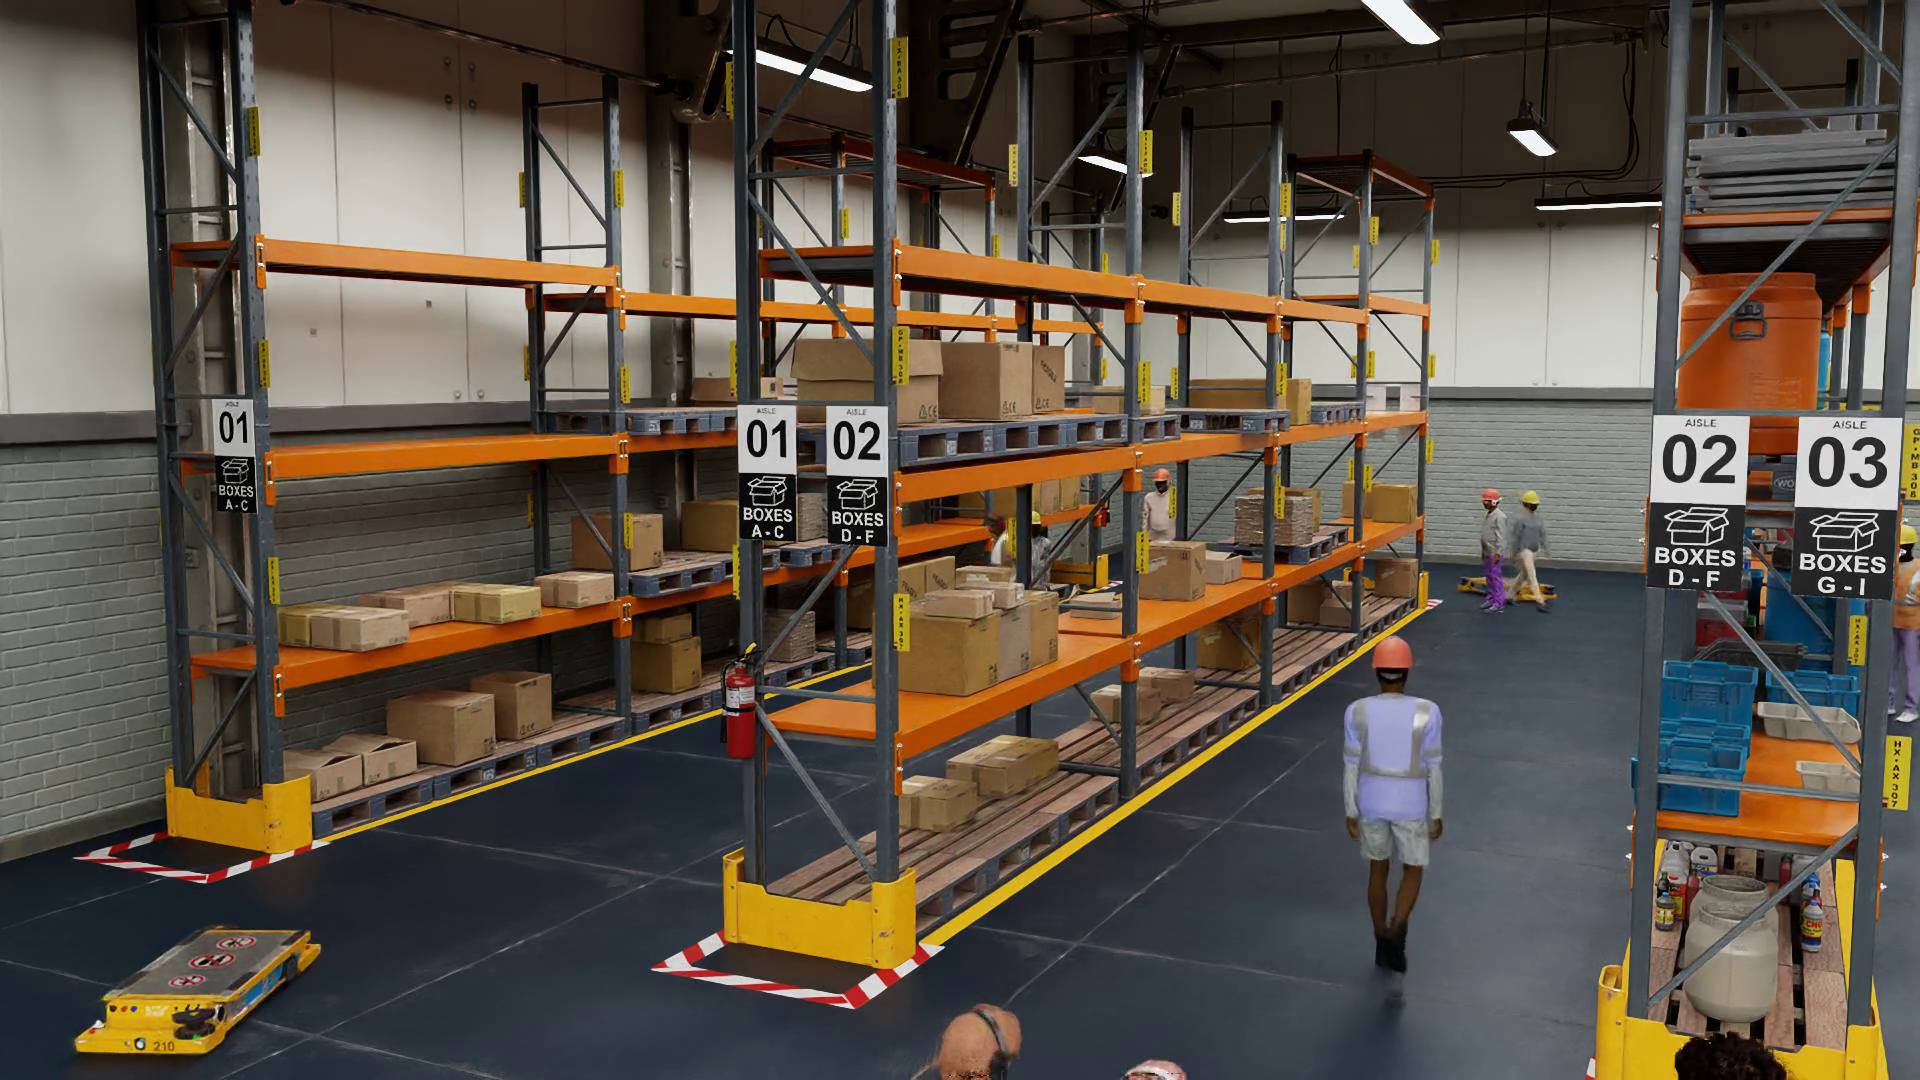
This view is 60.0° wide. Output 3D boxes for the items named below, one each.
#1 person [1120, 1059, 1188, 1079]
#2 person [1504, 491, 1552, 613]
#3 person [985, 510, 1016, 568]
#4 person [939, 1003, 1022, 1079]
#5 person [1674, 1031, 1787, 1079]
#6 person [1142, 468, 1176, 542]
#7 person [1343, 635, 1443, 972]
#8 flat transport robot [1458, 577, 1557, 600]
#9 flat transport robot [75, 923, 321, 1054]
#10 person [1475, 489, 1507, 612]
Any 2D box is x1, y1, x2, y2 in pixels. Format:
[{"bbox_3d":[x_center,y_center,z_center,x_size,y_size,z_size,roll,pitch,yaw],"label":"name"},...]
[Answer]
[{"bbox_3d":[0.428,2.116,3.834,0.657,1.840,1.053,3,7,30],"label":"person"},{"bbox_3d":[8.089,0.149,23.648,0.539,1.709,0.939,-4,7,-33],"label":"person"},{"bbox_3d":[0.505,0.553,19.135,0.440,1.820,0.598,-1,6,-11],"label":"person"},{"bbox_3d":[0.016,2.137,4.747,0.525,1.612,0.715,5,8,42],"label":"person"},{"bbox_3d":[1.716,2.083,3.729,0.632,1.934,0.490,-2,6,-14],"label":"person"},{"bbox_3d":[2.929,-0.042,24.114,0.612,1.996,0.388,3,7,27],"label":"person"},{"bbox_3d":[2.434,1.507,9.406,0.569,1.921,0.626,2,6,23],"label":"person"},{"bbox_3d":[8.226,0.717,25.022,0.652,0.197,1.431,-3,7,-23],"label":"flat transport robot"},{"bbox_3d":[-4.033,2.374,8.913,0.652,0.197,1.431,0,6,1],"label":"flat transport robot"},{"bbox_3d":[7.507,0.144,23.518,0.343,1.747,0.570,-1,6,-6],"label":"person"}]
